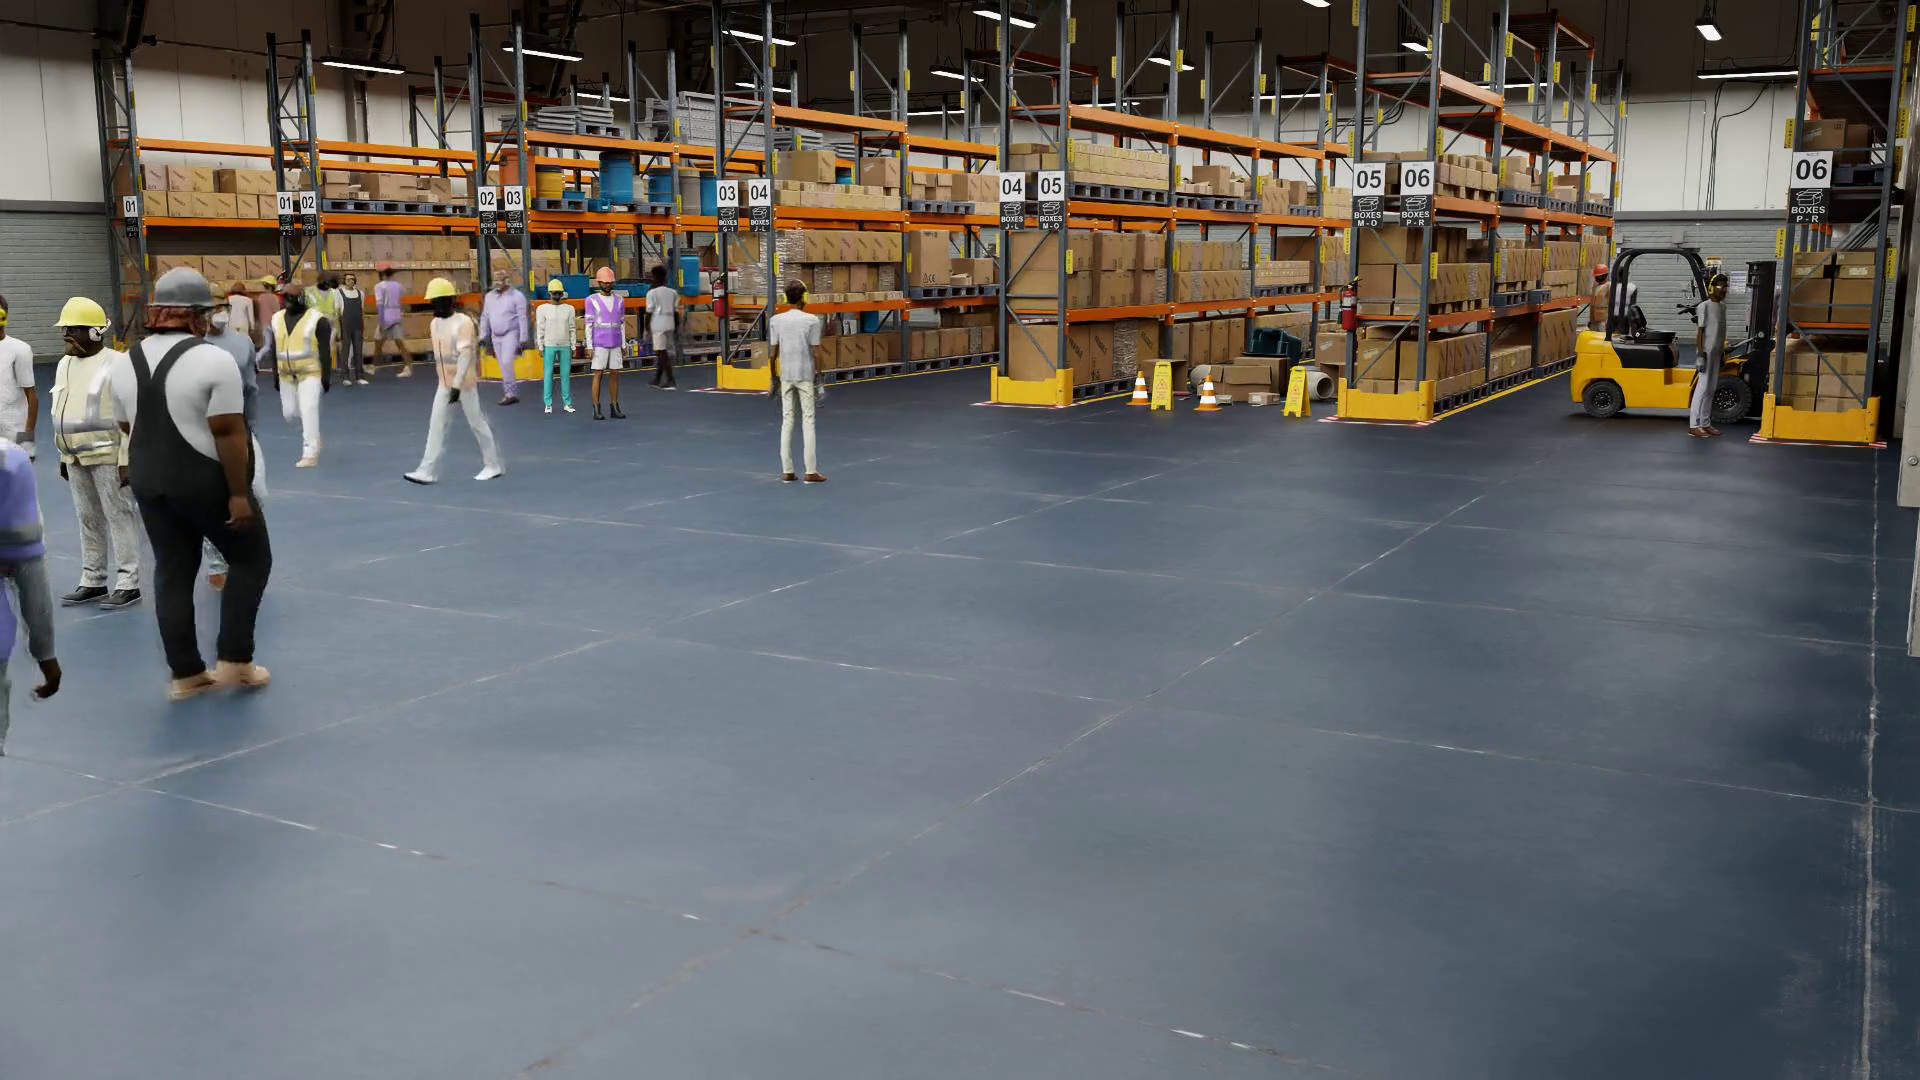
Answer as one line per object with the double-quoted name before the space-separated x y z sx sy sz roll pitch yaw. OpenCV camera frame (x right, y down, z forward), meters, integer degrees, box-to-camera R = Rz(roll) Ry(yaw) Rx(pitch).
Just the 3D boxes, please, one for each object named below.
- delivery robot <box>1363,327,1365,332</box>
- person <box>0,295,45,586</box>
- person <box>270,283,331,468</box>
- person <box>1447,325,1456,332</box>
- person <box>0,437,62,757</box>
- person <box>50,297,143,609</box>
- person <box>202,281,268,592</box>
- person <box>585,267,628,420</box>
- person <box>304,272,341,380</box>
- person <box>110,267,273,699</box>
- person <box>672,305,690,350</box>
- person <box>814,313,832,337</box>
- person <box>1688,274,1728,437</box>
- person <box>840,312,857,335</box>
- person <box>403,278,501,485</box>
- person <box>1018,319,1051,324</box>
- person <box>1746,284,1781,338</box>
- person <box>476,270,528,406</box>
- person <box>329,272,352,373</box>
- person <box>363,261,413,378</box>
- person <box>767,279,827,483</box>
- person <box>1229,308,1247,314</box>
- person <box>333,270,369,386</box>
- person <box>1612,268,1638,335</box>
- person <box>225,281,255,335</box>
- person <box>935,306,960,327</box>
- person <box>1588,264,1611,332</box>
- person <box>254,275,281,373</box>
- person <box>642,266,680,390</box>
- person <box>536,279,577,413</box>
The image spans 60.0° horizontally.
"delivery robot" 9.160 -4.653 37.551 0.707 0.478 0.477 -2 10 -10
"person" -6.034 -0.637 10.491 0.518 1.865 0.327 4 11 23
"person" -6.520 -1.643 16.531 0.627 1.825 0.623 2 10 10
"person" 11.002 -5.328 38.020 0.939 1.857 0.682 5 11 27
"person" -2.959 0.295 4.891 0.560 1.906 0.685 -3 10 -16
"person" -5.103 -0.506 9.805 0.588 1.835 0.403 4 11 23
"person" -4.535 -0.619 10.217 0.507 1.918 0.651 7 12 36
"person" -4.478 -2.495 21.149 0.552 1.934 0.373 -7 12 -36
"person" -10.640 -3.562 27.790 0.666 1.813 0.462 -9 13 -42
"person" -3.574 -0.272 7.829 0.712 2.000 0.581 3 10 17
"person" -5.807 -4.557 34.120 0.538 1.624 0.390 6 11 30
"person" -2.562 -3.900 29.416 0.626 1.932 0.370 0 10 0
"person" 8.669 -2.123 19.169 0.538 1.869 0.312 -7 12 -36
"person" -2.113 -4.266 32.407 0.507 1.631 0.278 8 12 38
"person" -4.627 -1.442 15.185 0.596 1.871 0.983 6 12 32
"person" 1.193 -3.542 27.011 0.606 2.035 0.403 6 11 30
"person" 13.919 -3.787 28.793 0.580 1.918 0.405 5 11 26
"person" -6.417 -2.812 23.183 0.636 1.875 0.765 5 11 25
"person" -11.051 -3.827 29.352 0.647 1.789 0.961 1 10 6
"person" -9.809 -3.763 28.444 1.020 1.985 0.625 5 11 28
"person" -1.495 -1.442 15.204 0.598 1.859 0.332 2 10 13
"person" 6.185 -5.080 36.849 0.485 1.744 0.309 8 12 38
"person" -9.737 -3.382 26.615 0.341 1.846 0.510 9 13 42
"person" 12.549 -4.248 31.645 0.601 1.862 0.996 5 11 28
"person" -13.023 -3.863 30.094 0.516 1.609 0.532 -2 10 -10
"person" -0.305 -5.281 37.331 0.641 1.979 0.483 5 11 26
"person" 11.343 -3.919 29.514 0.372 1.928 0.543 -4 10 -21
"person" -11.985 -3.719 28.846 0.540 1.749 0.608 5 11 27
"person" -4.686 -3.308 25.955 0.723 1.950 0.643 7 12 36
"person" -5.340 -2.565 22.063 0.525 1.769 0.315 -5 11 -28
